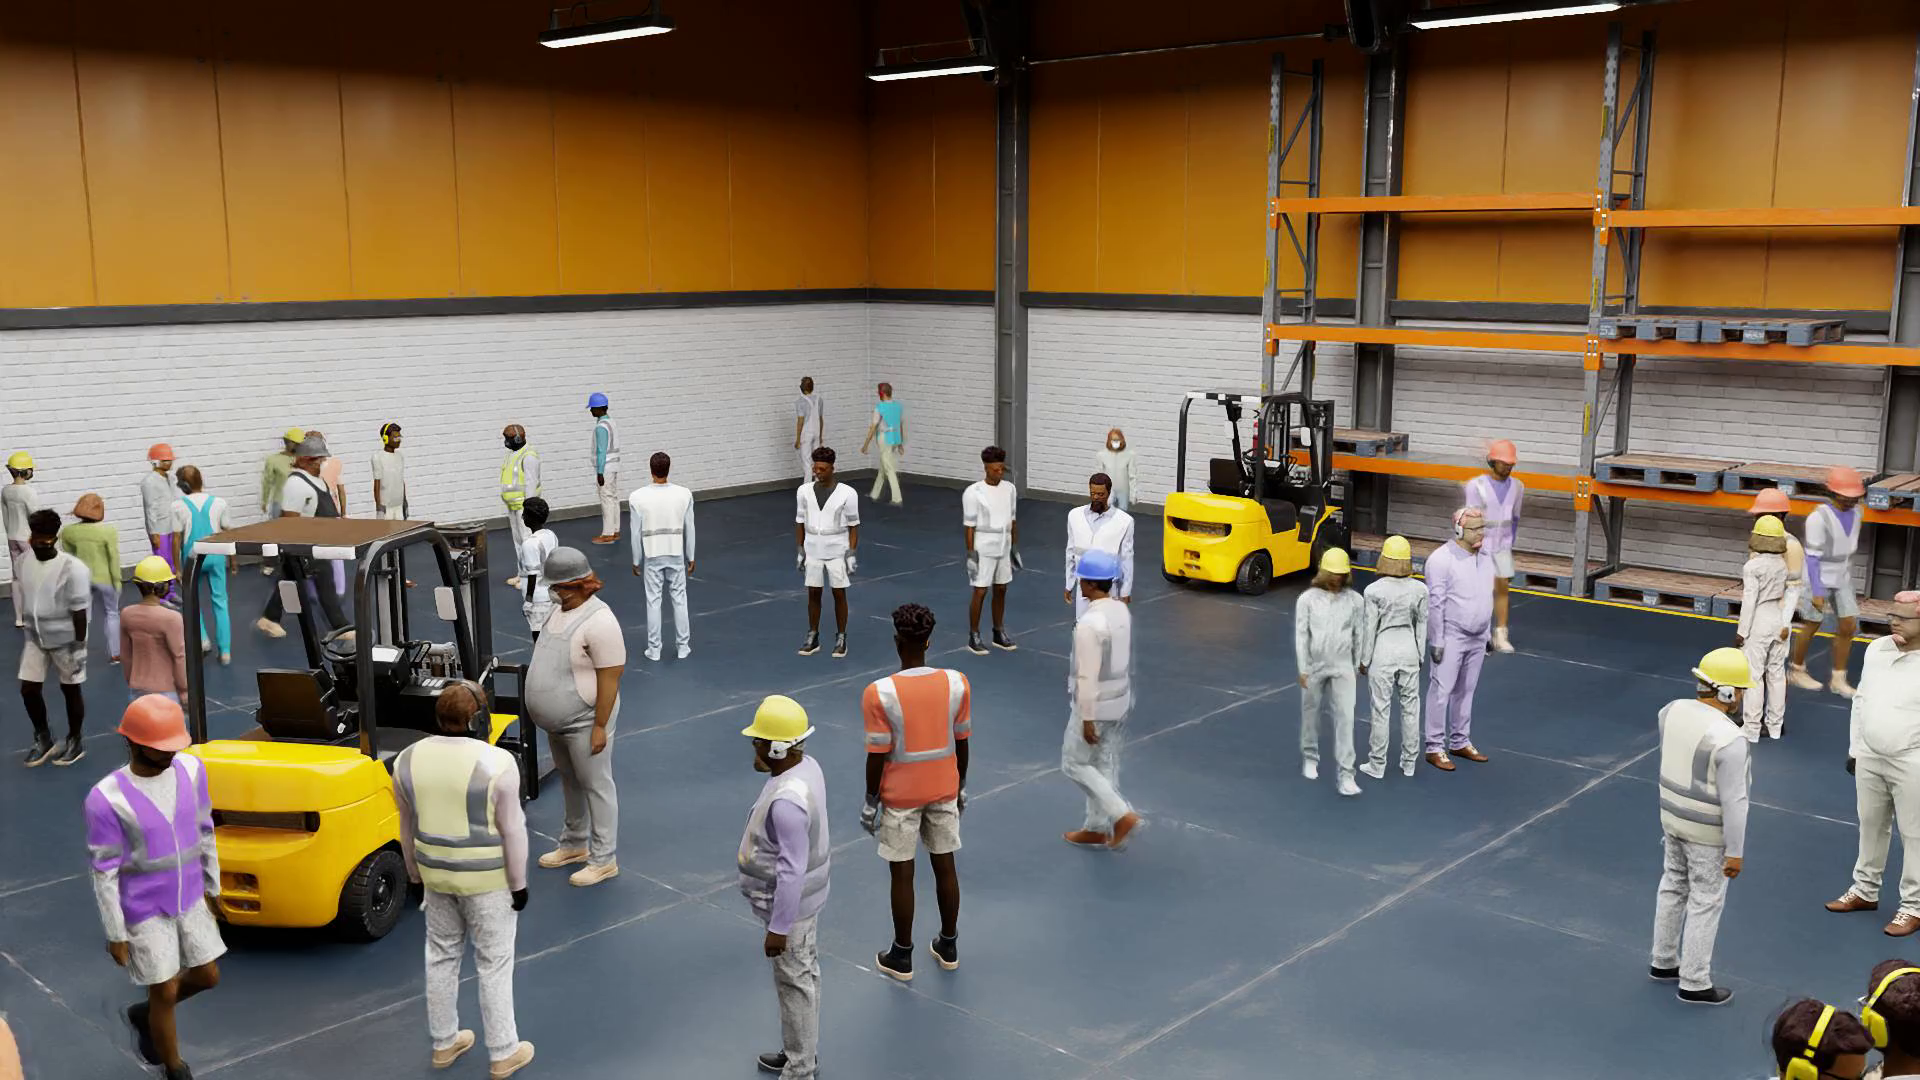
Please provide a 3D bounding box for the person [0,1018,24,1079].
[{"bbox_3d":[-2.818,2.009,4.787,0.852,1.869,0.581,-5,11,-26],"label":"person"}]

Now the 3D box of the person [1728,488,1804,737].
[{"bbox_3d":[6.234,0.556,12.873,0.373,1.935,0.551,-1,10,-6],"label":"person"}]

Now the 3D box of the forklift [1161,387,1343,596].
[{"bbox_3d":[3.298,-0.608,18.767,1.214,2.155,2.313,9,13,42],"label":"forklift"}]

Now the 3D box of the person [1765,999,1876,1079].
[{"bbox_3d":[2.079,2.077,4.642,0.721,1.814,0.598,8,13,38],"label":"person"}]

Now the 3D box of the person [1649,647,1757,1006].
[{"bbox_3d":[3.708,1.421,8.295,0.403,1.819,0.602,-2,10,-12],"label":"person"}]

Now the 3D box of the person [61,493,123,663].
[{"bbox_3d":[-7.758,0.377,14.848,0.509,1.605,0.734,0,10,-2],"label":"person"}]

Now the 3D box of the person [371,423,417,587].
[{"bbox_3d":[-6.261,-0.363,18.341,0.326,1.860,0.515,4,11,19],"label":"person"}]

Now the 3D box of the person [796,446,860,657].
[{"bbox_3d":[-1.231,0.106,15.351,0.607,1.966,0.374,3,10,16],"label":"person"}]

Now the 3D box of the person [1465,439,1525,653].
[{"bbox_3d":[5.019,0.008,15.821,0.599,2.008,0.994,-1,10,-7],"label":"person"}]

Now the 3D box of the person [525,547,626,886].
[{"bbox_3d":[-2.312,1.026,9.900,0.536,2.000,0.672,-8,13,-38],"label":"person"}]

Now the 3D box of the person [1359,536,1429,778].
[{"bbox_3d":[3.081,0.831,11.860,0.484,1.744,0.294,-1,10,-8],"label":"person"}]

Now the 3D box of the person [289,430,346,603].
[{"bbox_3d":[-6.829,-0.237,17.708,0.584,1.843,0.419,-8,13,-39],"label":"person"}]

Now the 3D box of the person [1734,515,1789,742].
[{"bbox_3d":[6.141,0.675,12.748,0.493,1.743,0.314,-4,11,-22],"label":"person"}]

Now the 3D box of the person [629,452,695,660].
[{"bbox_3d":[-2.718,0.150,15.238,0.592,1.920,0.392,-3,10,-16],"label":"person"}]

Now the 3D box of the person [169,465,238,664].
[{"bbox_3d":[-6.840,0.221,15.093,0.575,1.823,0.438,-7,12,-33],"label":"person"}]

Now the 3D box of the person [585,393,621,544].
[{"bbox_3d":[-4.549,-0.917,21.264,0.416,1.939,0.604,0,10,0],"label":"person"}]

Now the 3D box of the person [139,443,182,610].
[{"bbox_3d":[-8.317,-0.144,17.388,0.331,1.750,0.561,0,10,-1],"label":"person"}]

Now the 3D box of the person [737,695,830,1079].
[{"bbox_3d":[-0.776,1.578,7.348,0.403,1.835,0.586,0,10,1],"label":"person"}]

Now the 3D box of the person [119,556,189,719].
[{"bbox_3d":[-5.265,0.980,10.946,0.526,1.768,0.330,4,11,21],"label":"person"}]

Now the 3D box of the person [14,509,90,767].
[{"bbox_3d":[-6.531,0.716,12.013,0.616,1.923,0.524,1,10,6],"label":"person"}]

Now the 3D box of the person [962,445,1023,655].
[{"bbox_3d":[0.304,0.084,15.490,0.638,1.963,0.361,-8,13,-39],"label":"person"}]

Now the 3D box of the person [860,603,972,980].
[{"bbox_3d":[-0.226,1.293,8.593,0.600,1.967,0.369,-5,11,-24],"label":"person"}]

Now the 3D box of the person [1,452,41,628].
[{"bbox_3d":[-9.240,0.009,16.478,0.522,1.769,0.311,5,11,25],"label":"person"}]

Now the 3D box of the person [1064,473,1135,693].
[{"bbox_3d":[1.178,0.372,14.011,0.590,1.912,0.388,5,11,26],"label":"person"}]

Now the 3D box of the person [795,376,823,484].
[{"bbox_3d":[-2.275,-1.545,25.097,0.332,1.844,0.508,10,14,44],"label":"person"}]

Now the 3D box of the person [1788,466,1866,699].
[{"bbox_3d":[7.283,0.350,13.920,0.639,1.977,0.800,-4,11,-20],"label":"person"}]

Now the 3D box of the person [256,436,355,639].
[{"bbox_3d":[-6.342,-0.045,16.000,1.045,2.000,0.692,-1,10,-7],"label":"person"}]

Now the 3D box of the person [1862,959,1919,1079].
[{"bbox_3d":[2.516,2.056,4.561,0.505,1.864,0.331,-1,10,-8],"label":"person"}]

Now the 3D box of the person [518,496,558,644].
[{"bbox_3d":[-3.544,0.476,14.014,0.318,1.697,0.535,1,10,5],"label":"person"}]

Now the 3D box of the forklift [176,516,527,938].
[{"bbox_3d":[-3.583,0.976,9.748,1.214,2.155,2.313,2,10,11],"label":"forklift"}]

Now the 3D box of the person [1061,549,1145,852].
[{"bbox_3d":[0.899,1.012,10.289,0.520,1.930,0.615,6,12,32],"label":"person"}]

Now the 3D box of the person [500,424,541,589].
[{"bbox_3d":[-4.890,-0.380,18.526,0.429,1.830,0.636,-7,12,-36],"label":"person"}]

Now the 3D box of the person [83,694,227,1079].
[{"bbox_3d":[-3.500,1.565,7.226,0.649,1.904,0.591,6,12,30],"label":"person"}]

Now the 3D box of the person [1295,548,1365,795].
[{"bbox_3d":[2.571,0.905,11.564,0.487,1.704,0.836,1,10,4],"label":"person"}]

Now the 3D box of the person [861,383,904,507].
[{"bbox_3d":[-1.145,-1.393,24.334,0.836,1.806,0.572,6,12,31],"label":"person"}]

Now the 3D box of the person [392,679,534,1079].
[{"bbox_3d":[-2.246,1.536,7.591,0.626,1.839,0.428,3,10,16],"label":"person"}]

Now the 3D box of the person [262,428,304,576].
[{"bbox_3d":[-7.707,-0.436,19.117,0.571,1.723,0.446,-6,12,-31],"label":"person"}]

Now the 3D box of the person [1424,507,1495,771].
[{"bbox_3d":[3.658,0.708,12.094,0.636,1.911,0.404,-6,12,-32],"label":"person"}]

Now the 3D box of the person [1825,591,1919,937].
[{"bbox_3d":[5.181,1.217,9.199,0.408,1.909,0.642,-4,11,-22],"label":"person"}]

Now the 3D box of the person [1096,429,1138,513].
[{"bbox_3d":[1.892,-0.541,20.103,0.506,1.583,0.884,0,10,1],"label":"person"}]
